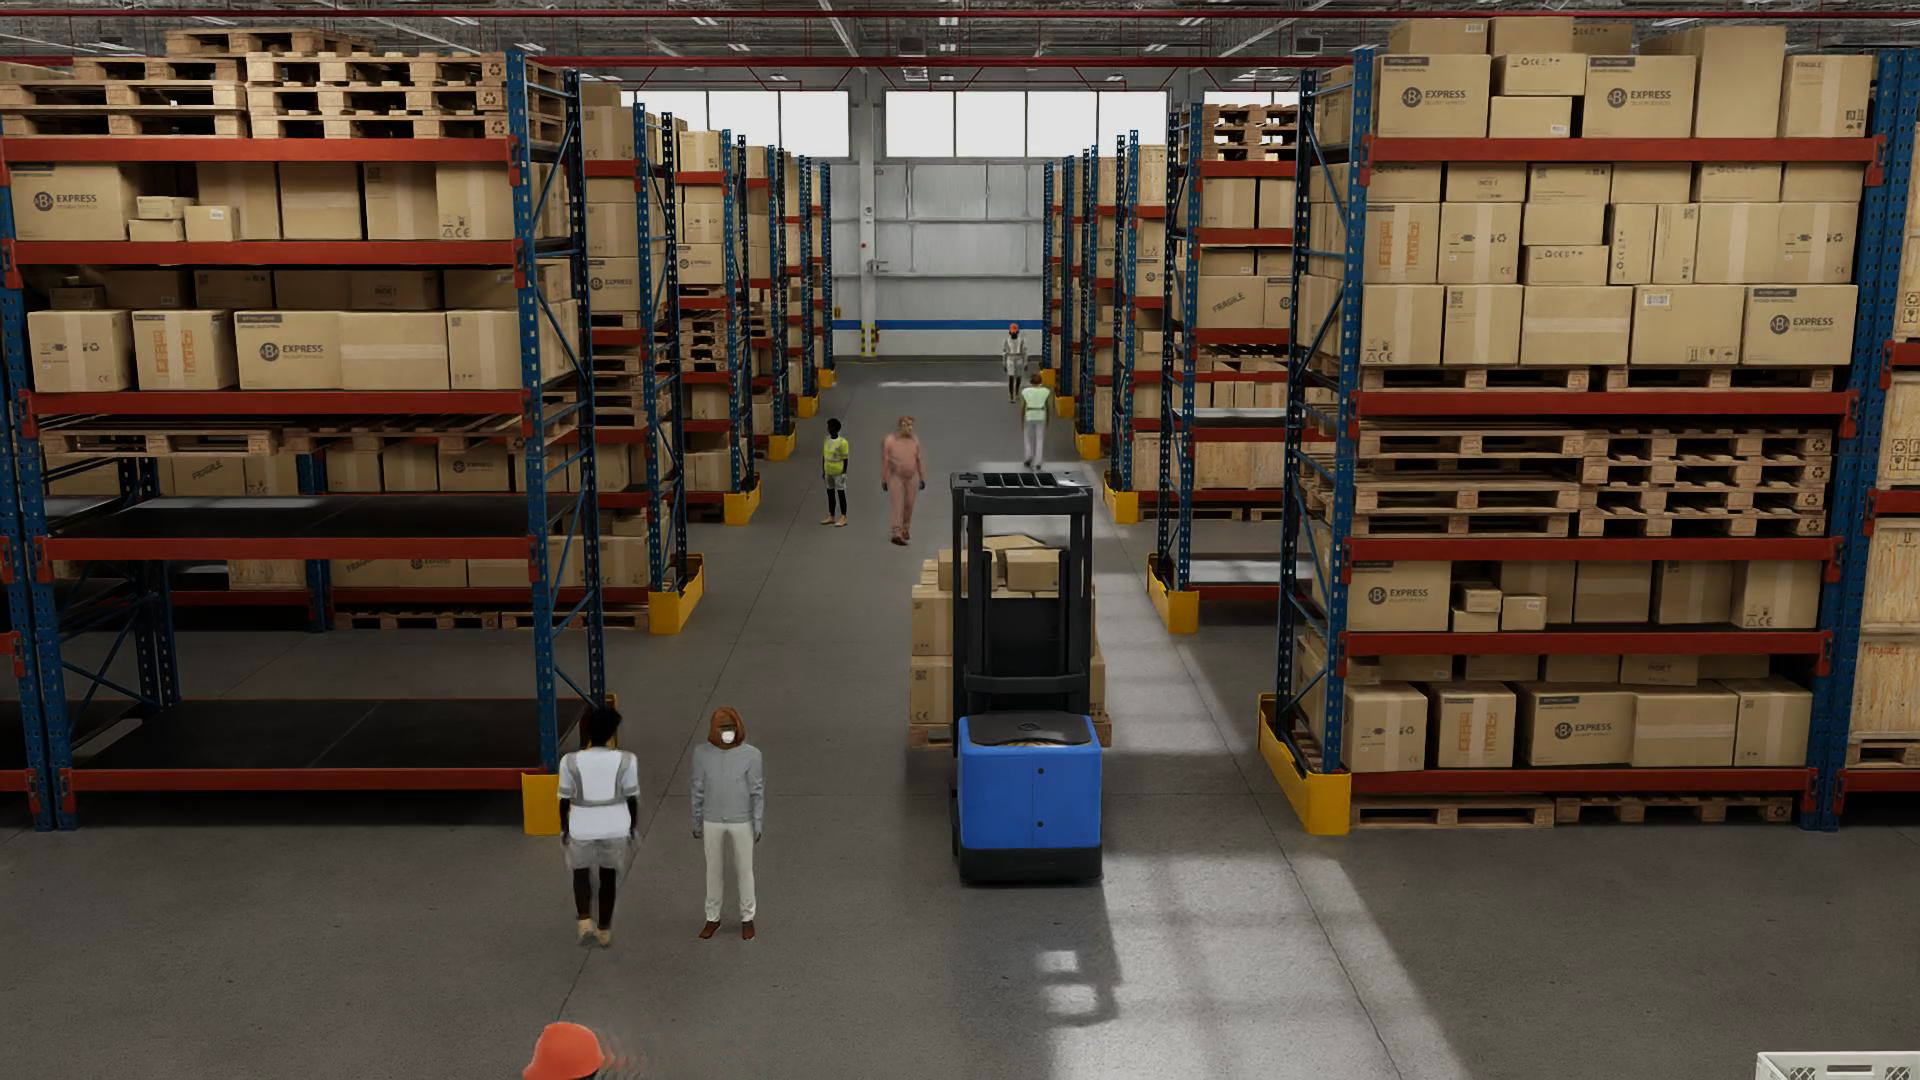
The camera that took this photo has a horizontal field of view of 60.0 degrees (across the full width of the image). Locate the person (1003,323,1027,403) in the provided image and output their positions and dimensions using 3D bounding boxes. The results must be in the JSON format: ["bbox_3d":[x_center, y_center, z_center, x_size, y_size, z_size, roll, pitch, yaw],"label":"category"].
[{"bbox_3d":[1.380,-4.493,42.119,0.615,2.019,0.781,0,11,-2],"label":"person"}]

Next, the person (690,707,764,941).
[{"bbox_3d":[-1.579,1.918,11.292,0.505,1.636,0.277,1,11,3],"label":"person"}]

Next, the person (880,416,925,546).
[{"bbox_3d":[-0.817,-0.881,24.608,0.686,1.864,0.707,-7,13,-30],"label":"person"}]

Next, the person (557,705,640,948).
[{"bbox_3d":[-2.407,1.940,11.122,0.546,1.670,0.411,-3,12,-13],"label":"person"}]

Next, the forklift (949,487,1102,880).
[{"bbox_3d":[0.495,0.986,12.813,1.129,2.768,1.873,0,11,-2],"label":"forklift"}]

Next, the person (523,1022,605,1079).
[{"bbox_3d":[-1.428,2.765,6.400,0.464,1.920,0.563,-1,11,-3],"label":"person"}]

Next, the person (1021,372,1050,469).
[{"bbox_3d":[1.425,-2.280,31.636,0.564,1.817,0.812,0,11,-1],"label":"person"}]

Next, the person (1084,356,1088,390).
[{"bbox_3d":[3.173,-3.629,38.198,0.698,1.873,0.397,0,11,-1],"label":"person"}]

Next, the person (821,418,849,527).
[{"bbox_3d":[-1.952,-1.051,25.854,0.541,1.696,0.315,10,15,40],"label":"person"}]
